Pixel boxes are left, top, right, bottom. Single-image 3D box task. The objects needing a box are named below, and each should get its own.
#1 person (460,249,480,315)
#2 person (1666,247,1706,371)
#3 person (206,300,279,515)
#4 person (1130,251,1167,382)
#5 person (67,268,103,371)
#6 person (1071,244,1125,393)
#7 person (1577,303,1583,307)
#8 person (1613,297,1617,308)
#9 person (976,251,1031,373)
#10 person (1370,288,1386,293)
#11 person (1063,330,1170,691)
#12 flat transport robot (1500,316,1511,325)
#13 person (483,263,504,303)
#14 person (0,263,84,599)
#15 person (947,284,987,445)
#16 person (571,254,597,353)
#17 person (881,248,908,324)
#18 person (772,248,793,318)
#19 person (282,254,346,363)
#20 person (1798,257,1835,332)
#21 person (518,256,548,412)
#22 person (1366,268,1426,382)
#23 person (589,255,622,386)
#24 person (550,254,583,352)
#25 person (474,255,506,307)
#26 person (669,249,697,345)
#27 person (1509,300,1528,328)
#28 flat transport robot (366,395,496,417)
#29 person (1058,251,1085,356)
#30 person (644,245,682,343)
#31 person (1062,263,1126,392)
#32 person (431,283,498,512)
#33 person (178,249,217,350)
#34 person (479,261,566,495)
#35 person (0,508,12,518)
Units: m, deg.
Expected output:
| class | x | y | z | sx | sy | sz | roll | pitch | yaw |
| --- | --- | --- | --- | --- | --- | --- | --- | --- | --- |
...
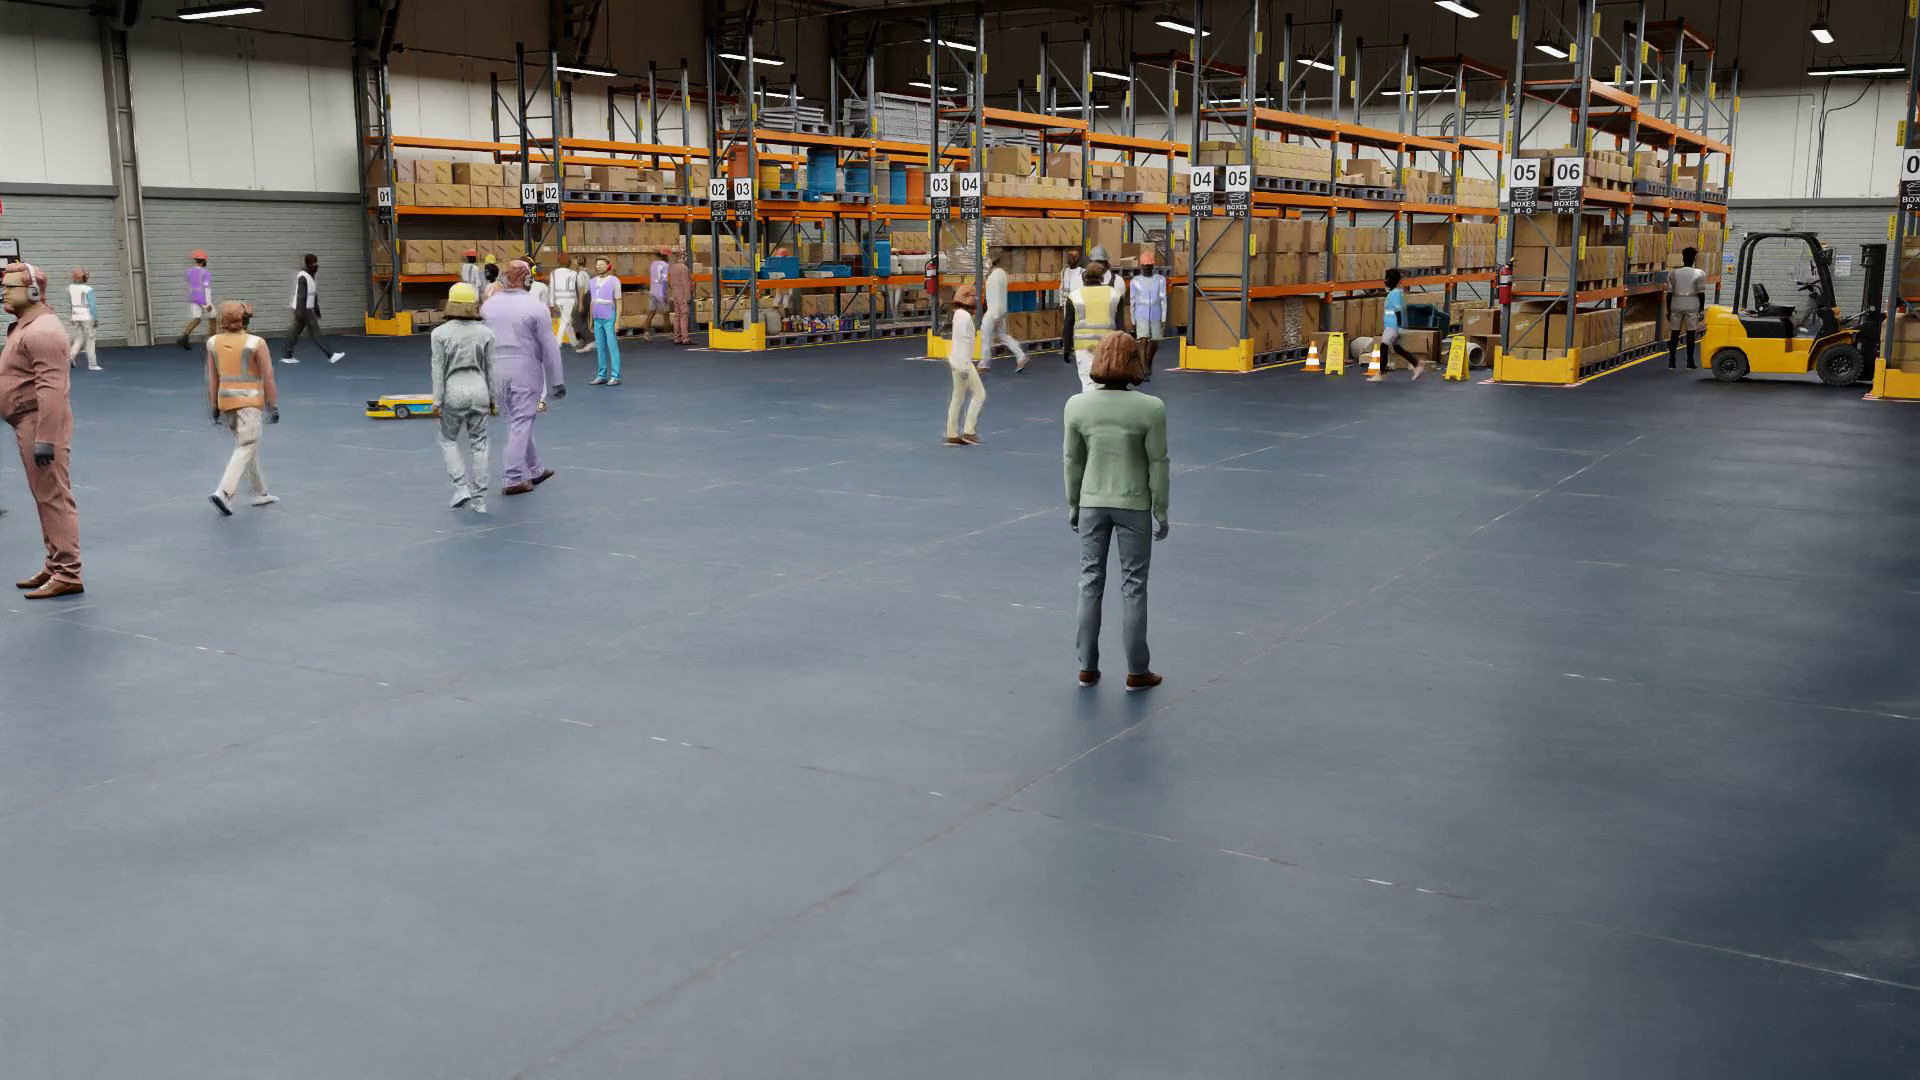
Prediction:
| class | x | y | z | sx | sy | sz | roll | pitch | yaw |
| --- | --- | --- | --- | --- | --- | --- | --- | --- | --- |
| person | -10.725 | -5.483 | 36.812 | 0.568 | 1.886 | 0.993 | 9 | 14 | 41 |
| person | 11.573 | -3.684 | 26.535 | 0.607 | 1.966 | 0.367 | 8 | 13 | 37 |
| person | -5.441 | -1.008 | 12.555 | 0.525 | 1.604 | 0.800 | 3 | 10 | 14 |
| person | 2.771 | -3.305 | 24.559 | 0.553 | 1.912 | 0.653 | 0 | 10 | -3 |
| person | -13.903 | -3.487 | 26.355 | 0.538 | 1.625 | 0.459 | 3 | 11 | 18 |
| person | 1.736 | -2.718 | 20.913 | 0.684 | 2.000 | 0.659 | 1 | 10 | 4 |
| person | 15.390 | -6.350 | 41.545 | 0.352 | 1.936 | 0.635 | -3 | 11 | -16 |
| person | 16.175 | -6.130 | 40.582 | 0.627 | 1.844 | 0.429 | -7 | 12 | -35 |
| person | 0.619 | -3.525 | 25.795 | 0.919 | 1.912 | 0.634 | 3 | 10 | 14 |
| person | 11.251 | -6.886 | 44.519 | 0.611 | 1.937 | 1.024 | -5 | 11 | -24 |
| person | 0.710 | -0.129 | 7.548 | 0.500 | 1.636 | 0.286 | 5 | 11 | 24 |
| flat transport robot | 13.401 | -5.383 | 40.798 | 0.652 | 0.197 | 1.431 | 2 | 10 | 13 |
| person | -7.617 | -3.670 | 27.213 | 0.319 | 1.697 | 0.544 | -8 | 13 | -37 |
| person | -5.309 | -0.625 | 9.562 | 0.409 | 1.909 | 0.651 | -7 | 12 | -33 |
| person | 0.094 | -1.743 | 16.619 | 0.525 | 1.610 | 0.538 | -2 | 10 | -9 |
| person | -6.948 | -4.335 | 30.569 | 0.402 | 1.825 | 0.532 | 0 | 10 | 1 |
| person | -1.596 | -6.015 | 39.746 | 0.622 | 1.899 | 0.710 | 4 | 11 | 21 |
| person | -3.795 | -5.288 | 35.650 | 0.552 | 1.923 | 0.470 | 6 | 12 | 30 |
| person | -10.953 | -3.879 | 27.994 | 1.080 | 1.837 | 0.602 | -2 | 10 | -13 |
| person | 19.640 | -5.668 | 37.926 | 0.608 | 1.875 | 1.017 | -9 | 14 | -42 |
| person | -5.190 | -2.471 | 20.009 | 0.513 | 1.872 | 0.328 | 1 | 10 | 6 |
| person | 6.383 | -3.116 | 24.176 | 0.787 | 1.665 | 0.533 | 2 | 10 | 13 |
| person | -5.052 | -3.127 | 23.736 | 0.570 | 1.849 | 0.380 | 6 | 12 | 32 |
| person | -7.346 | -4.420 | 31.043 | 0.586 | 1.831 | 1.014 | 4 | 11 | 22 |
| person | -9.598 | -4.924 | 34.002 | 0.608 | 1.778 | 0.945 | 0 | 10 | -2 |
| person | -5.524 | -4.842 | 33.186 | 0.409 | 1.909 | 0.641 | -8 | 13 | -37 |
| person | 13.370 | -5.952 | 39.754 | 0.980 | 1.779 | 0.646 | -7 | 12 | -35 |
| flat transport robot | -6.207 | -1.591 | 19.560 | 1.431 | 0.197 | 0.652 | -3 | 10 | -14 |
| person | 2.044 | -4.267 | 30.044 | 0.584 | 1.877 | 0.337 | 7 | 13 | 36 |
| person | -6.102 | -5.004 | 33.913 | 0.715 | 1.969 | 1.004 | 9 | 14 | 42 |
| person | 1.421 | -2.070 | 17.928 | 0.658 | 1.804 | 0.913 | -1 | 10 | -4 |
| person | -3.729 | -1.066 | 12.535 | 0.502 | 1.726 | 0.399 | -6 | 12 | -32 |
| person | -14.464 | -4.566 | 31.642 | 0.552 | 1.910 | 0.895 | 5 | 11 | 26 |
| person | -3.515 | -1.337 | 13.638 | 0.679 | 1.869 | 0.904 | 4 | 11 | 23 |
| person | -7.295 | -1.062 | 12.231 | 0.600 | 1.828 | 0.404 | 7 | 12 | 34 |
